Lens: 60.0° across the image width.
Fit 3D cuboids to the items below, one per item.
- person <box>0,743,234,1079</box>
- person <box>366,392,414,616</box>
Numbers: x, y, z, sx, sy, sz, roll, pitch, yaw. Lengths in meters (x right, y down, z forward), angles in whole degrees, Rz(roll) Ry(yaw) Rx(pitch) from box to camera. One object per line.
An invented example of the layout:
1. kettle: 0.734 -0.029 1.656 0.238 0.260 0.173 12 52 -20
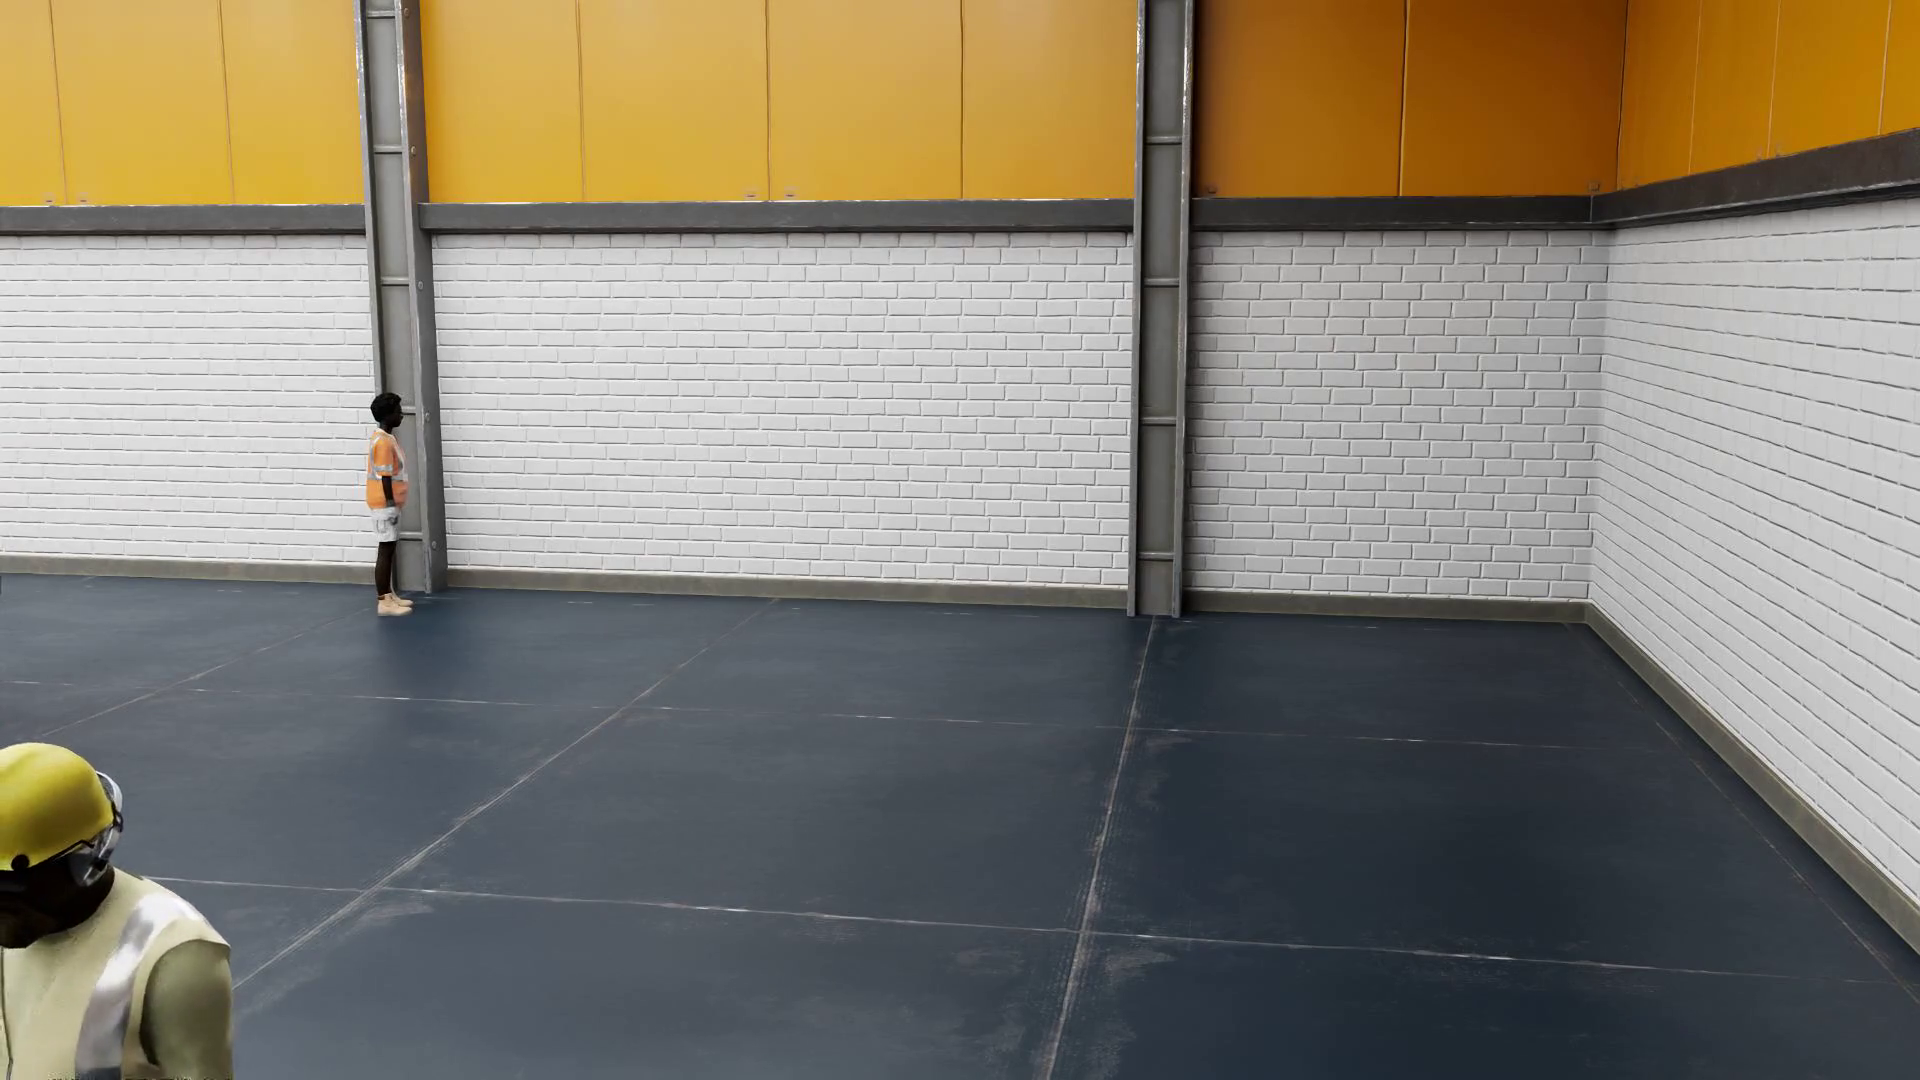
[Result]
1. person: -1.573 1.226 3.031 0.610 1.806 0.437 4 10 23
2. person: -4.334 -0.272 12.609 0.320 1.694 0.532 -3 10 -17
